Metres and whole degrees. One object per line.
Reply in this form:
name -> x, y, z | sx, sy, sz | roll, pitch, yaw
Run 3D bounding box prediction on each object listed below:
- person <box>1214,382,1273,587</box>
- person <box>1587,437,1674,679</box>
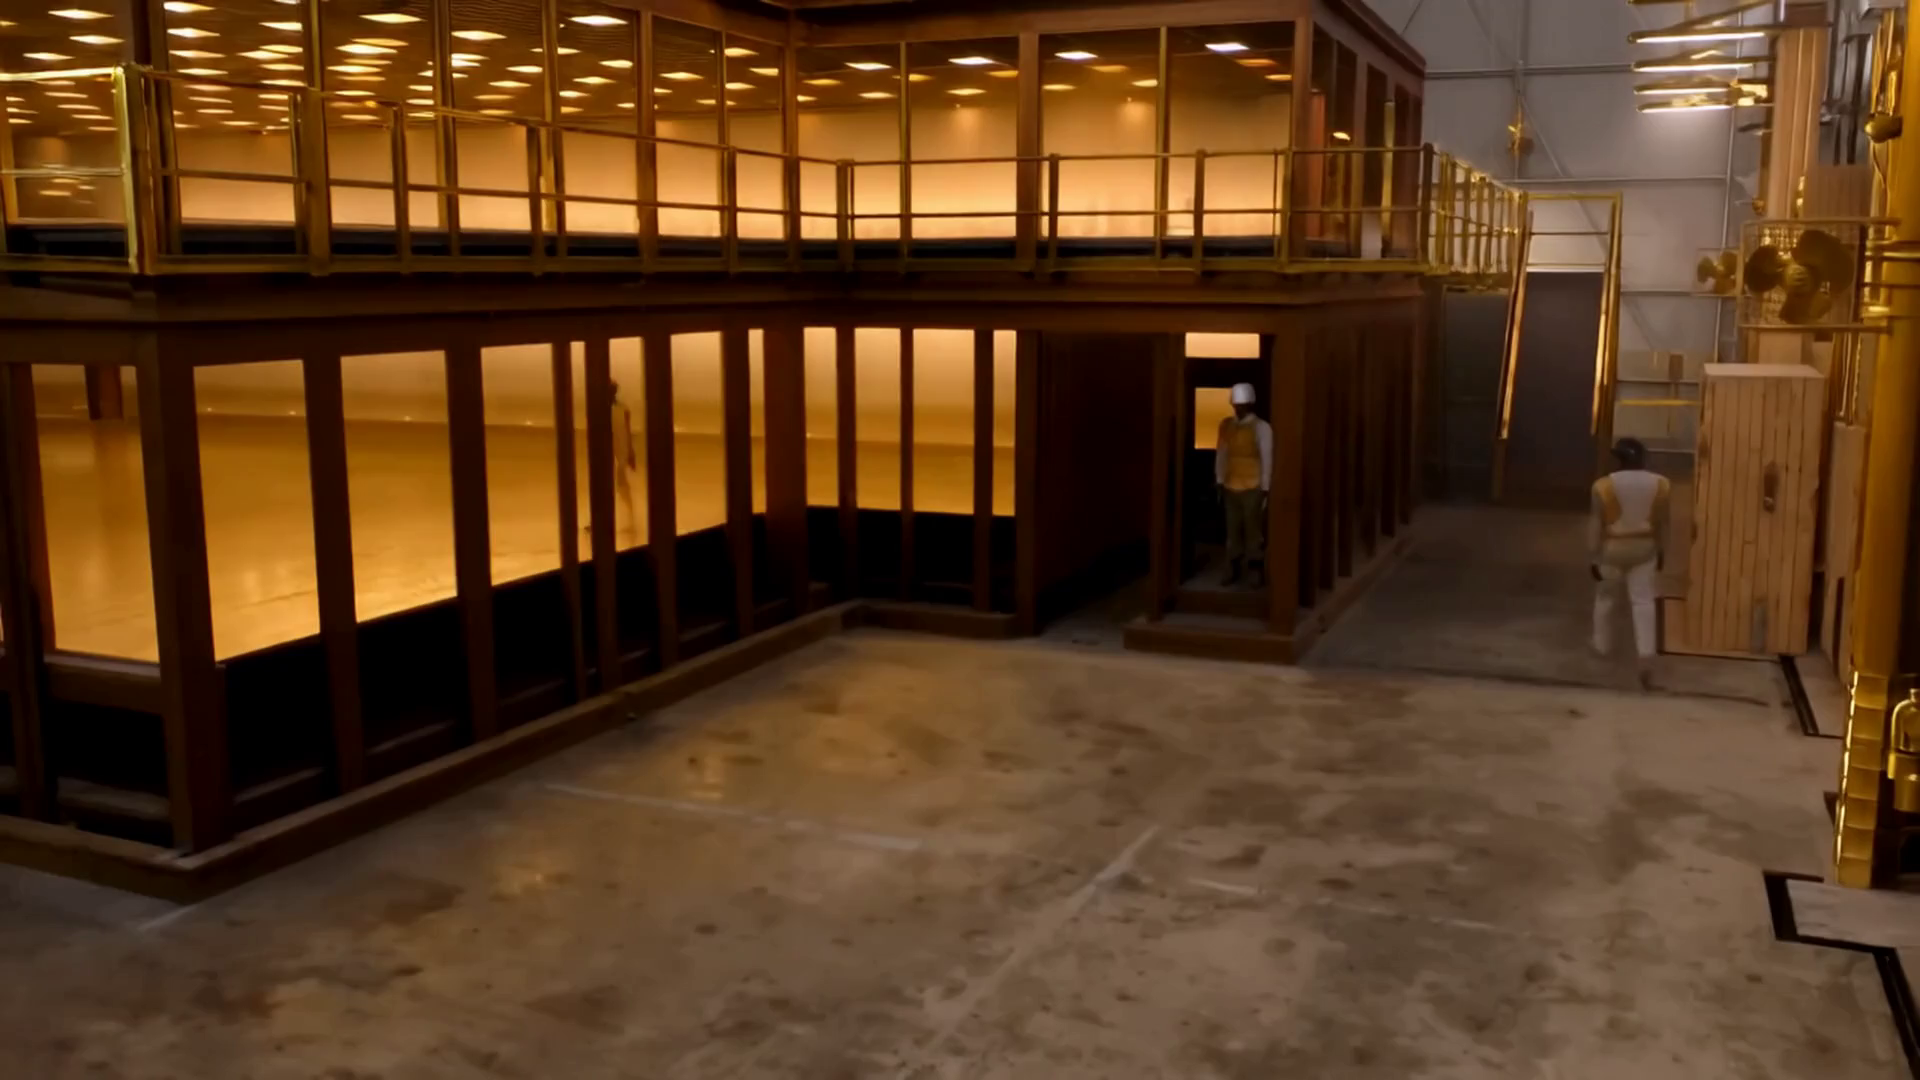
person -> 2.737, -0.543, 16.178 | 0.612, 1.986, 0.407 | 8, 12, 41
person -> 5.081, 0.123, 12.619 | 0.632, 1.814, 0.903 | 1, 9, 8
